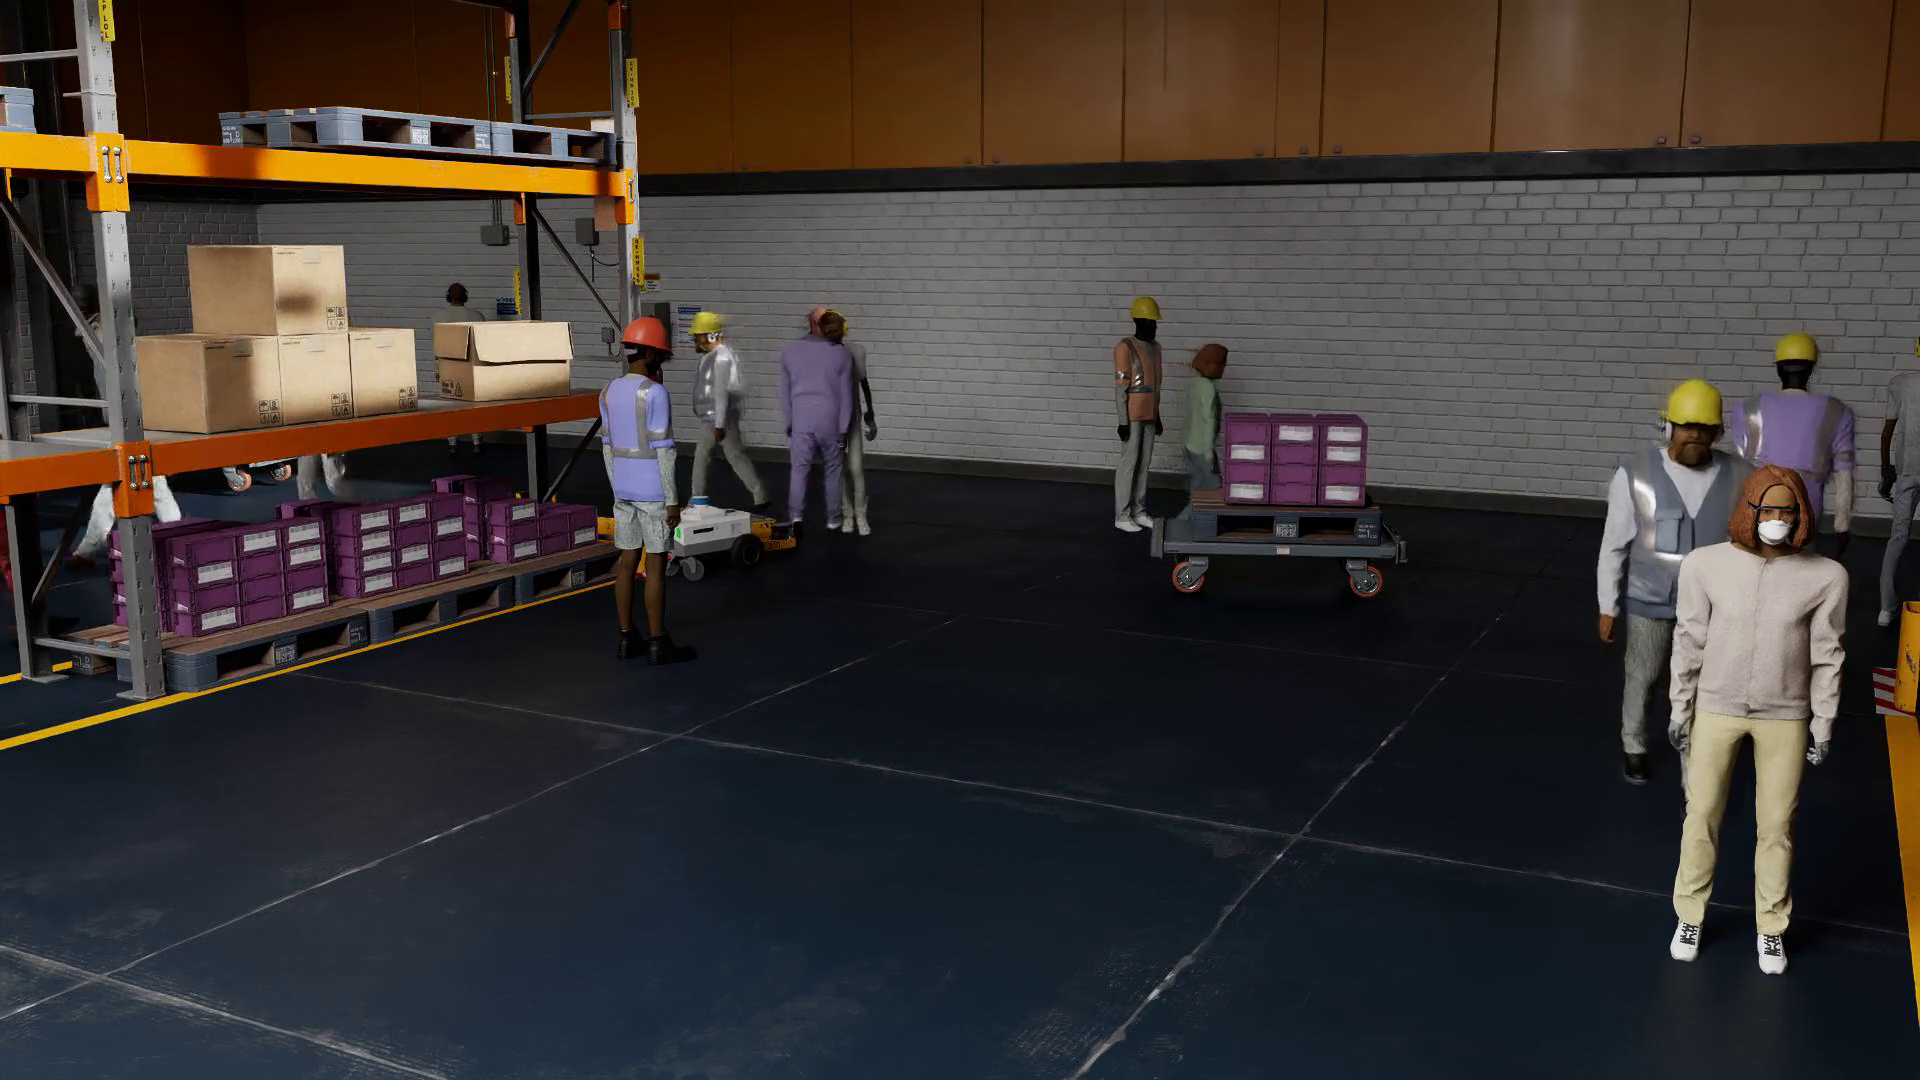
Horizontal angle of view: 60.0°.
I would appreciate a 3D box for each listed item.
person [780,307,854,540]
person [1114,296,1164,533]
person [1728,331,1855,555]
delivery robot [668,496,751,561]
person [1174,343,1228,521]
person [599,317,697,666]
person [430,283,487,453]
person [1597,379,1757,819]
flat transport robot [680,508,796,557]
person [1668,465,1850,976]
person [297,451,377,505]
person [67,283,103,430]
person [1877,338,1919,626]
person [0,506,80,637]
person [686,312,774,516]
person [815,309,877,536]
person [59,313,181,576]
[{"bbox_3d":[-1.169,-0.942,13.384,0.651,1.861,0.979,2,10,11],"label":"person"},{"bbox_3d":[1.494,-1.031,13.675,0.379,1.924,0.594,8,12,38],"label":"person"},{"bbox_3d":[4.300,-0.135,8.659,0.605,1.884,0.803,5,11,26],"label":"person"},{"bbox_3d":[-1.833,-0.071,11.814,0.477,0.478,0.707,9,13,42],"label":"delivery robot"},{"bbox_3d":[1.789,-0.662,12.420,0.404,1.612,0.575,-1,10,-3],"label":"person"},{"bbox_3d":[-1.741,-0.269,9.258,0.543,1.928,0.372,8,13,39],"label":"person"},{"bbox_3d":[-5.704,-1.961,19.023,0.631,1.940,0.370,-2,10,-12],"label":"person"},{"bbox_3d":[2.937,0.224,6.839,0.617,1.786,0.942,2,10,13],"label":"person"},{"bbox_3d":[-1.959,-0.088,13.002,0.652,0.197,1.431,-8,13,-40],"label":"flat transport robot"},{"bbox_3d":[2.519,0.568,5.293,0.496,1.629,0.277,4,11,22],"label":"person"},{"bbox_3d":[-4.798,-0.822,12.665,0.578,1.863,0.793,8,12,38],"label":"person"},{"bbox_3d":[-8.429,-1.547,16.333,0.795,2.000,0.702,-9,13,-41],"label":"person"},{"bbox_3d":[5.833,-0.377,10.055,0.315,1.870,0.532,-7,12,-34],"label":"person"},{"bbox_3d":[-5.597,-0.225,9.586,0.527,1.733,0.845,5,11,25],"label":"person"},{"bbox_3d":[-2.010,-1.054,14.239,0.849,1.803,0.614,-4,11,-23],"label":"person"},{"bbox_3d":[-0.951,-0.944,13.440,0.550,1.831,0.608,0,10,-3],"label":"person"},{"bbox_3d":[-5.954,-0.677,11.722,0.656,1.890,0.991,5,11,28],"label":"person"}]
